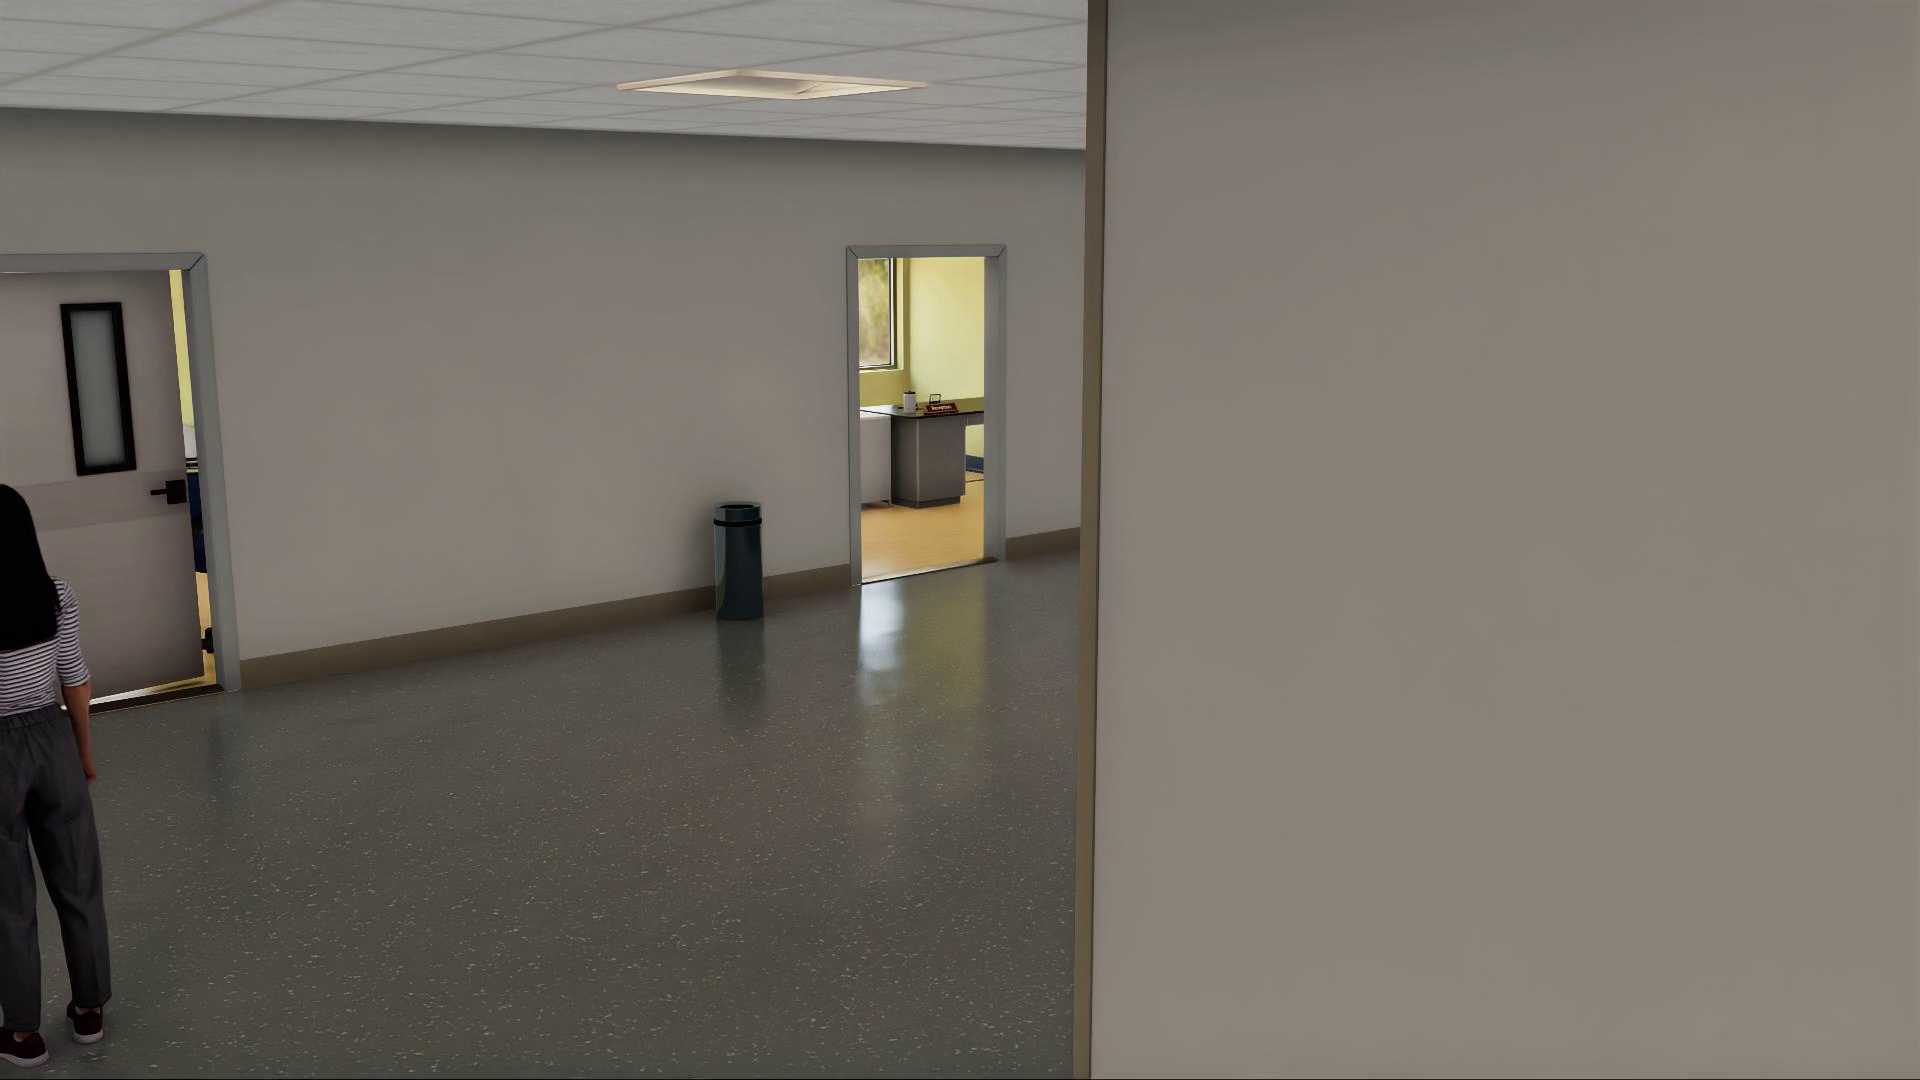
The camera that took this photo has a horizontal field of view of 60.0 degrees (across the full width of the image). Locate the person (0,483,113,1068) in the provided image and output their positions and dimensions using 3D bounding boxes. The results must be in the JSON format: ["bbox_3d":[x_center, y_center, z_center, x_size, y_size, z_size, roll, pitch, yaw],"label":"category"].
[{"bbox_3d":[-2.755,0.679,4.881,0.691,1.734,0.513,9,14,39],"label":"person"}]
